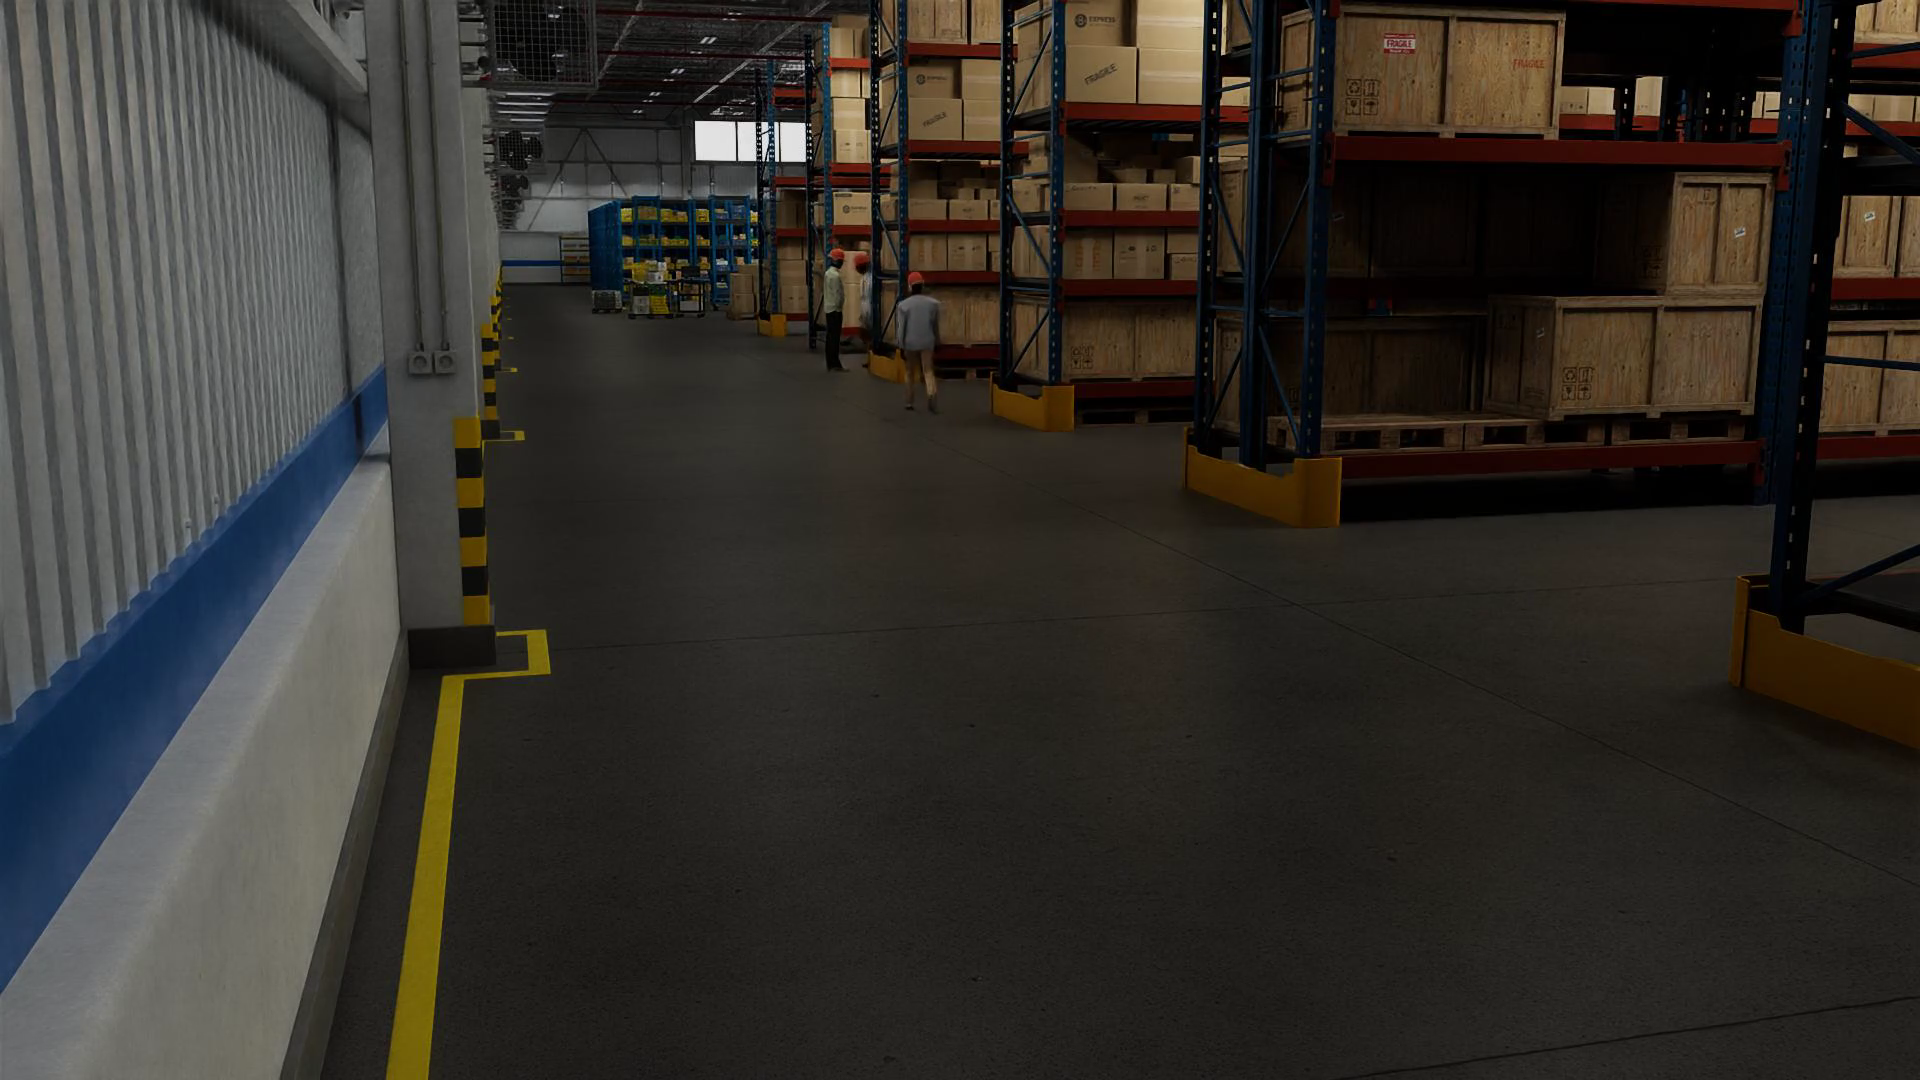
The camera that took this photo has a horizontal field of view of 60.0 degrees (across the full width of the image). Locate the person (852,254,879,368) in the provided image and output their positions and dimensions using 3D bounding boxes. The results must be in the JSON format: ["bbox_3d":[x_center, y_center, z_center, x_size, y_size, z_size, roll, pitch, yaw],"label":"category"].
[{"bbox_3d":[-1.549,-3.800,27.673,0.507,1.895,0.582,-1,10,-4],"label":"person"}]

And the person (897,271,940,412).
[{"bbox_3d":[-0.490,-2.405,20.255,0.564,1.728,0.710,-2,10,-13],"label":"person"}]

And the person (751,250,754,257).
[{"bbox_3d":[-9.134,-11.897,73.665,0.565,1.845,0.387,-2,10,-12],"label":"person"}]

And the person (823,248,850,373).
[{"bbox_3d":[-2.001,-3.692,26.798,0.388,1.990,0.610,-3,11,-19],"label":"person"}]

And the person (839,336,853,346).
[{"bbox_3d":[-2.090,-4.860,33.922,0.785,1.810,0.591,-3,10,-17],"label":"person"}]
